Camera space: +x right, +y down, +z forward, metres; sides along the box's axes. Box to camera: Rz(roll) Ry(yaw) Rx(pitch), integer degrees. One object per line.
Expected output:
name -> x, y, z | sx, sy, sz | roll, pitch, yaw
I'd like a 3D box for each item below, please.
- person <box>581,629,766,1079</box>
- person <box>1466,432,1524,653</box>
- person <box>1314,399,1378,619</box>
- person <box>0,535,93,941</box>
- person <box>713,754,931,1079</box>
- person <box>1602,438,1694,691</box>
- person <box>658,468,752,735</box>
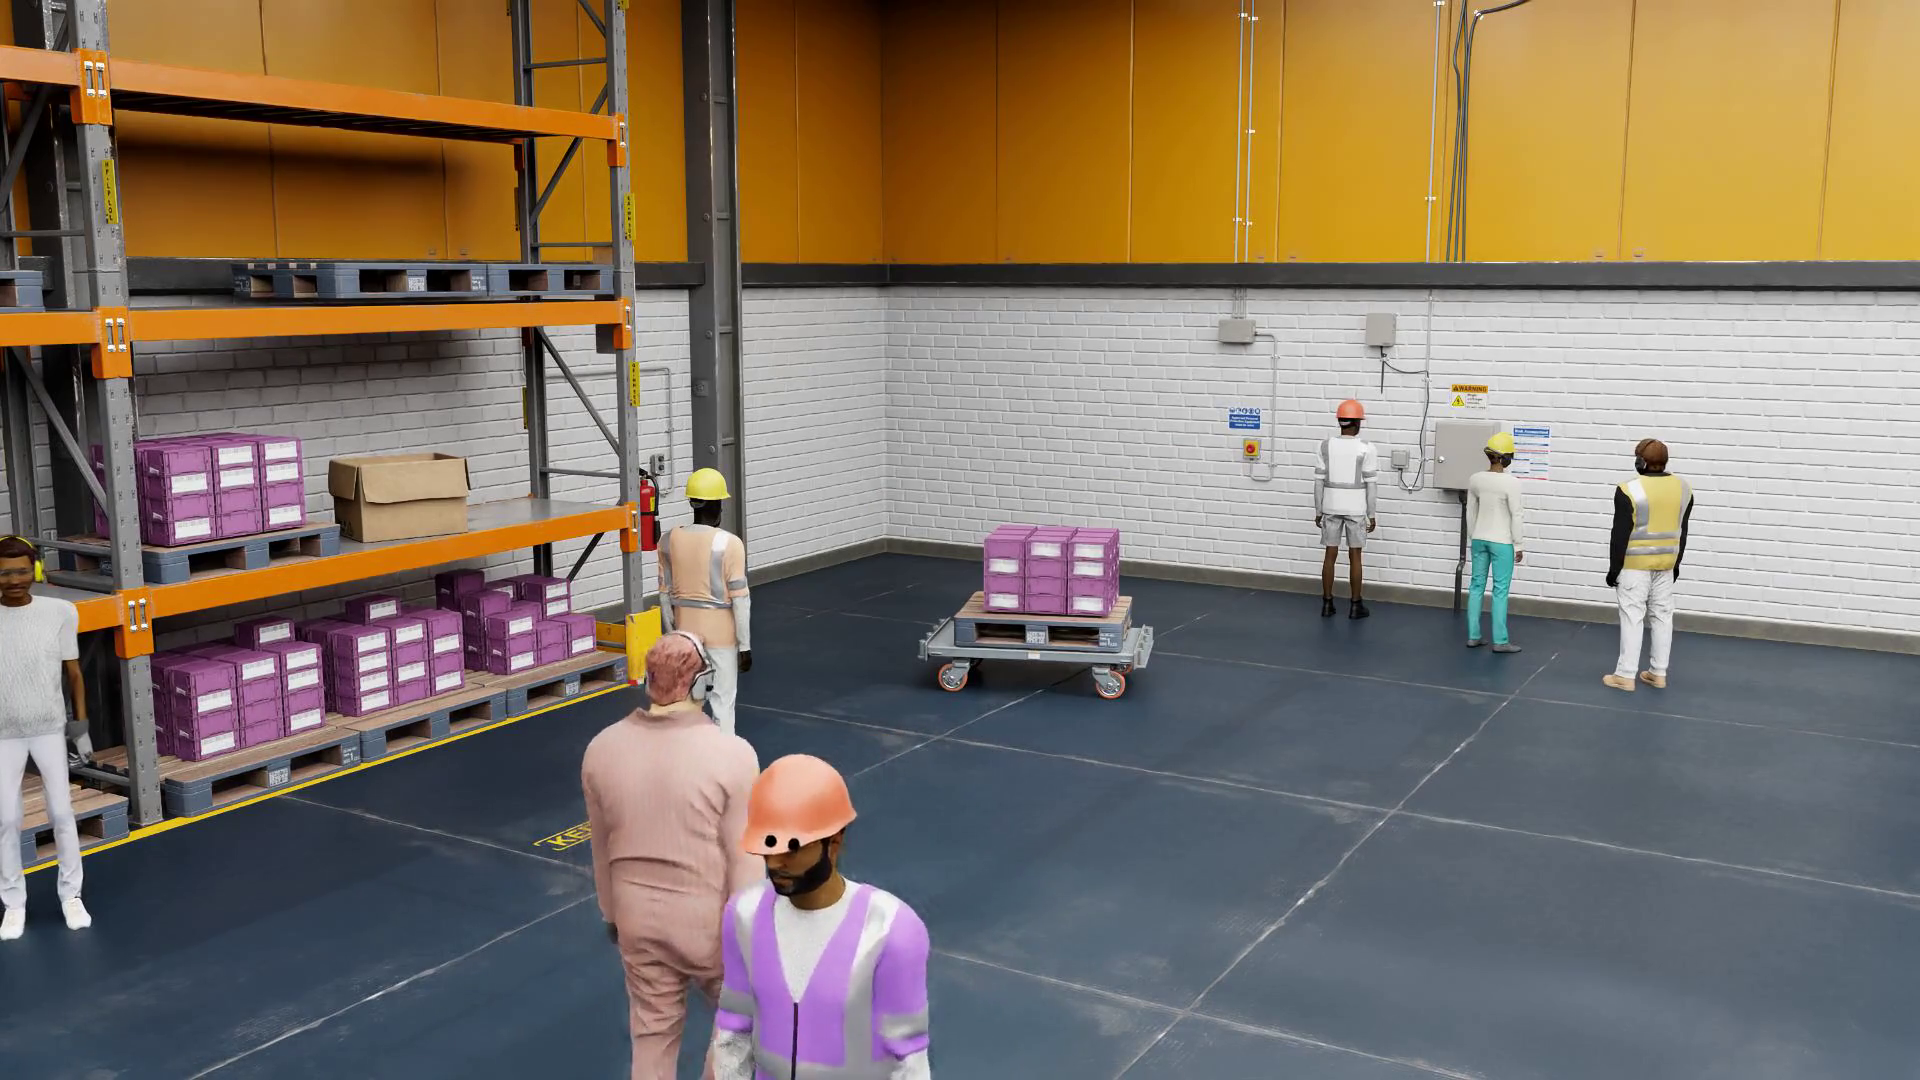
person -> -0.891, 1.223, 5.432 | 0.668, 1.888, 0.498 | 3, 10, 21
person -> 4.296, 0.021, 13.345 | 0.316, 1.769, 0.524 | -6, 11, -33
person -> 3.400, -0.273, 14.652 | 0.551, 1.933, 0.369 | 5, 10, 27
person -> -4.267, 0.893, 7.614 | 0.513, 1.862, 0.327 | -5, 10, -29
person -> -0.353, 1.443, 3.987 | 0.565, 1.917, 0.410 | 5, 10, 27
person -> 4.983, 0.179, 12.120 | 0.627, 1.847, 0.429 | -3, 9, -16
person -> -1.448, 0.548, 9.555 | 0.585, 1.928, 0.365 | 4, 10, 24
